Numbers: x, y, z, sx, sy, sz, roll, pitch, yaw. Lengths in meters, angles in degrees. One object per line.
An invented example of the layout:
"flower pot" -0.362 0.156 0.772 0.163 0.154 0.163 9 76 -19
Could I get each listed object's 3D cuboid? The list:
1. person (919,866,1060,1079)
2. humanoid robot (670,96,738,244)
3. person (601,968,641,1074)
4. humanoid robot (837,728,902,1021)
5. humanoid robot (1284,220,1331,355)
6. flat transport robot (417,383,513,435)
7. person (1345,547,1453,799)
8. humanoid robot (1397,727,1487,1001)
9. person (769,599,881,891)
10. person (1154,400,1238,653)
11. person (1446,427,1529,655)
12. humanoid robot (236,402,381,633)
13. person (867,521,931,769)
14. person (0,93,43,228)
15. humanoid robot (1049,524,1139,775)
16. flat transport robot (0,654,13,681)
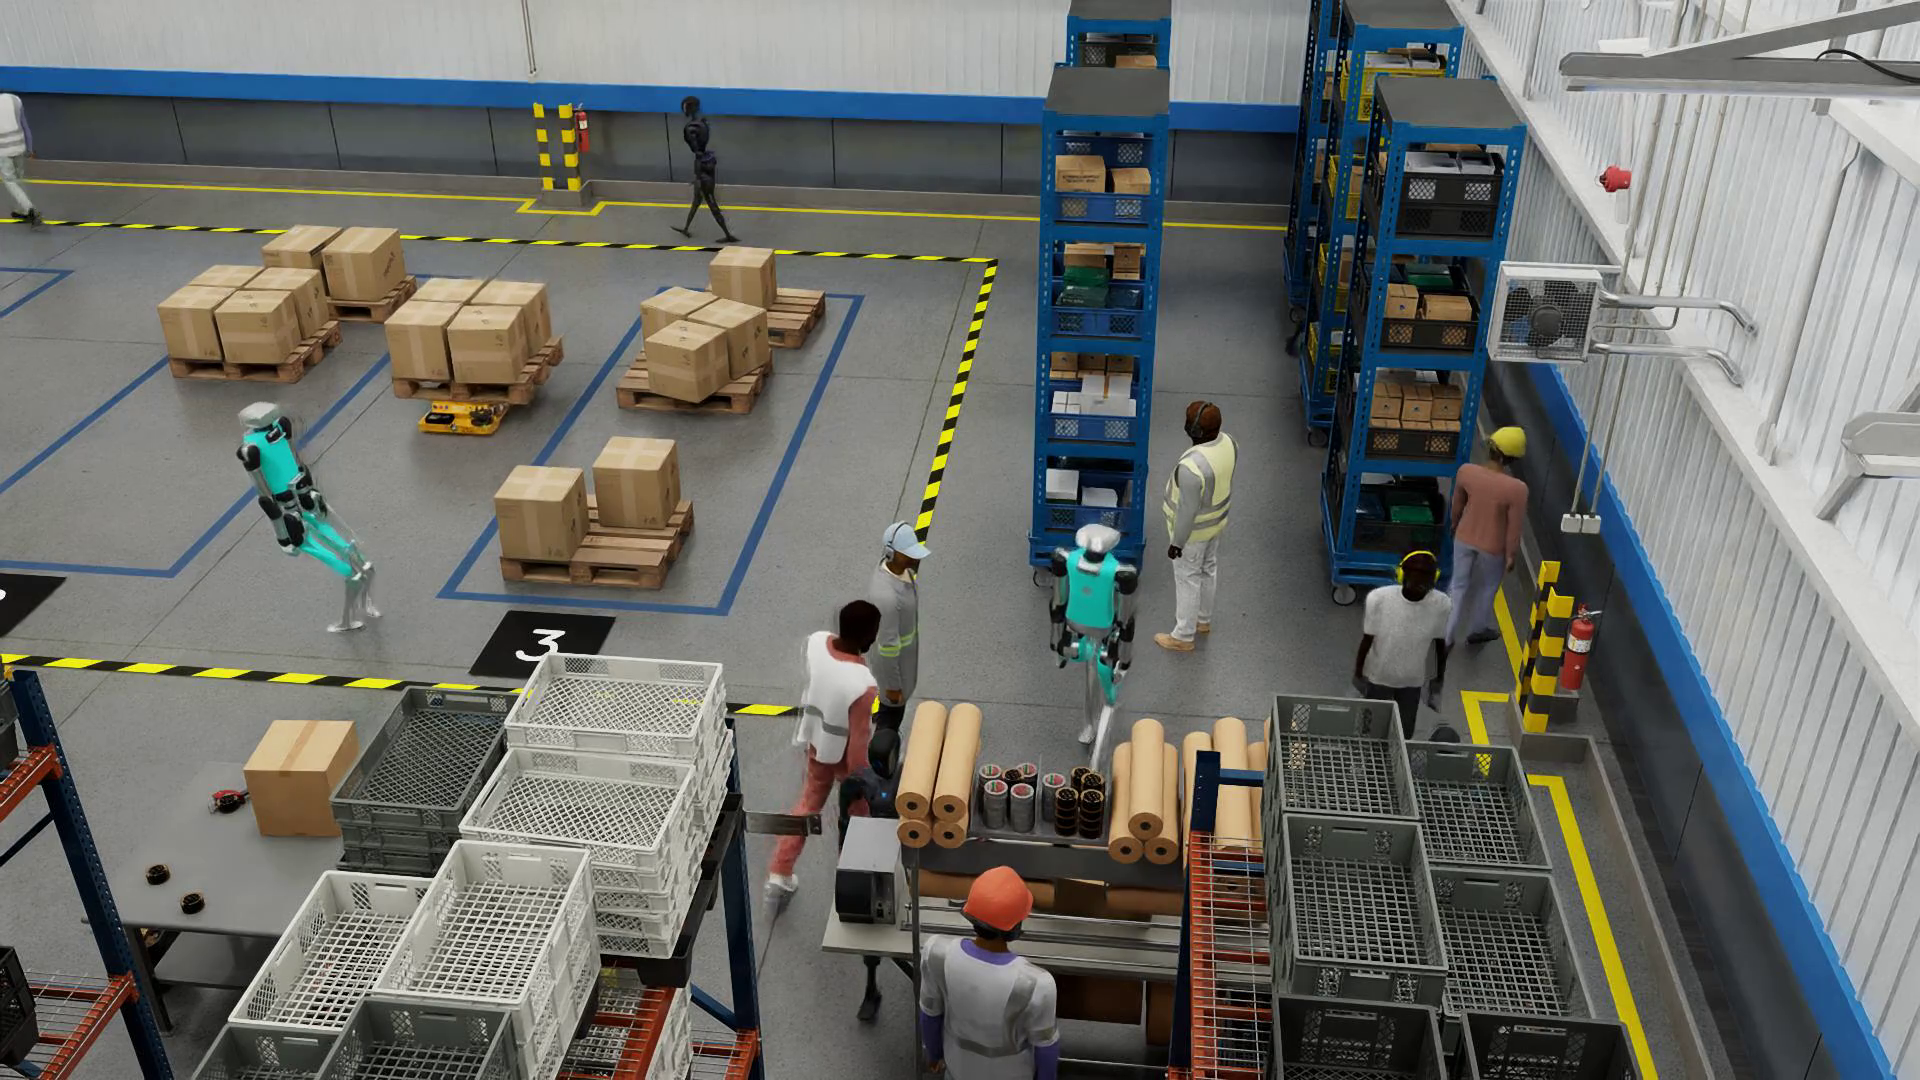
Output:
"person" 0.140 2.215 7.108 0.613 2.040 0.390 13 33 21
"humanoid robot" -2.875 -4.048 18.270 0.766 1.624 0.614 -1 30 -2
"person" -1.439 2.410 7.068 0.295 1.743 0.484 -4 30 -8
"humanoid robot" -0.329 1.642 8.505 0.605 1.635 0.779 5 31 8
"humanoid robot" 3.410 -2.529 15.624 0.612 1.645 0.488 -22 37 -33
"flat transport robot" -4.302 -1.361 14.983 0.652 0.197 1.431 3 30 6
"person" 2.534 0.841 9.652 0.574 1.855 0.408 1 30 2
"humanoid robot" 2.412 1.656 8.444 0.610 1.642 0.620 2 30 4
"person" -0.711 1.136 9.142 0.901 1.866 0.661 -22 36 -32
"person" 1.587 -0.099 11.280 0.429 1.843 0.632 19 35 29
"person" 3.524 -0.002 11.220 0.572 1.733 0.575 24 38 35
"humanoid robot" -4.365 -0.095 11.411 0.807 1.794 0.558 4 30 7
"person" -0.353 0.700 9.899 0.395 1.849 0.592 3 30 4
"person" -10.709 -4.399 18.699 0.766 1.808 0.597 18 35 28
"humanoid robot" 0.859 0.616 10.175 0.550 1.782 0.874 13 33 21
"flat transport robot" -7.142 0.969 11.010 1.431 0.231 0.659 3 30 6
